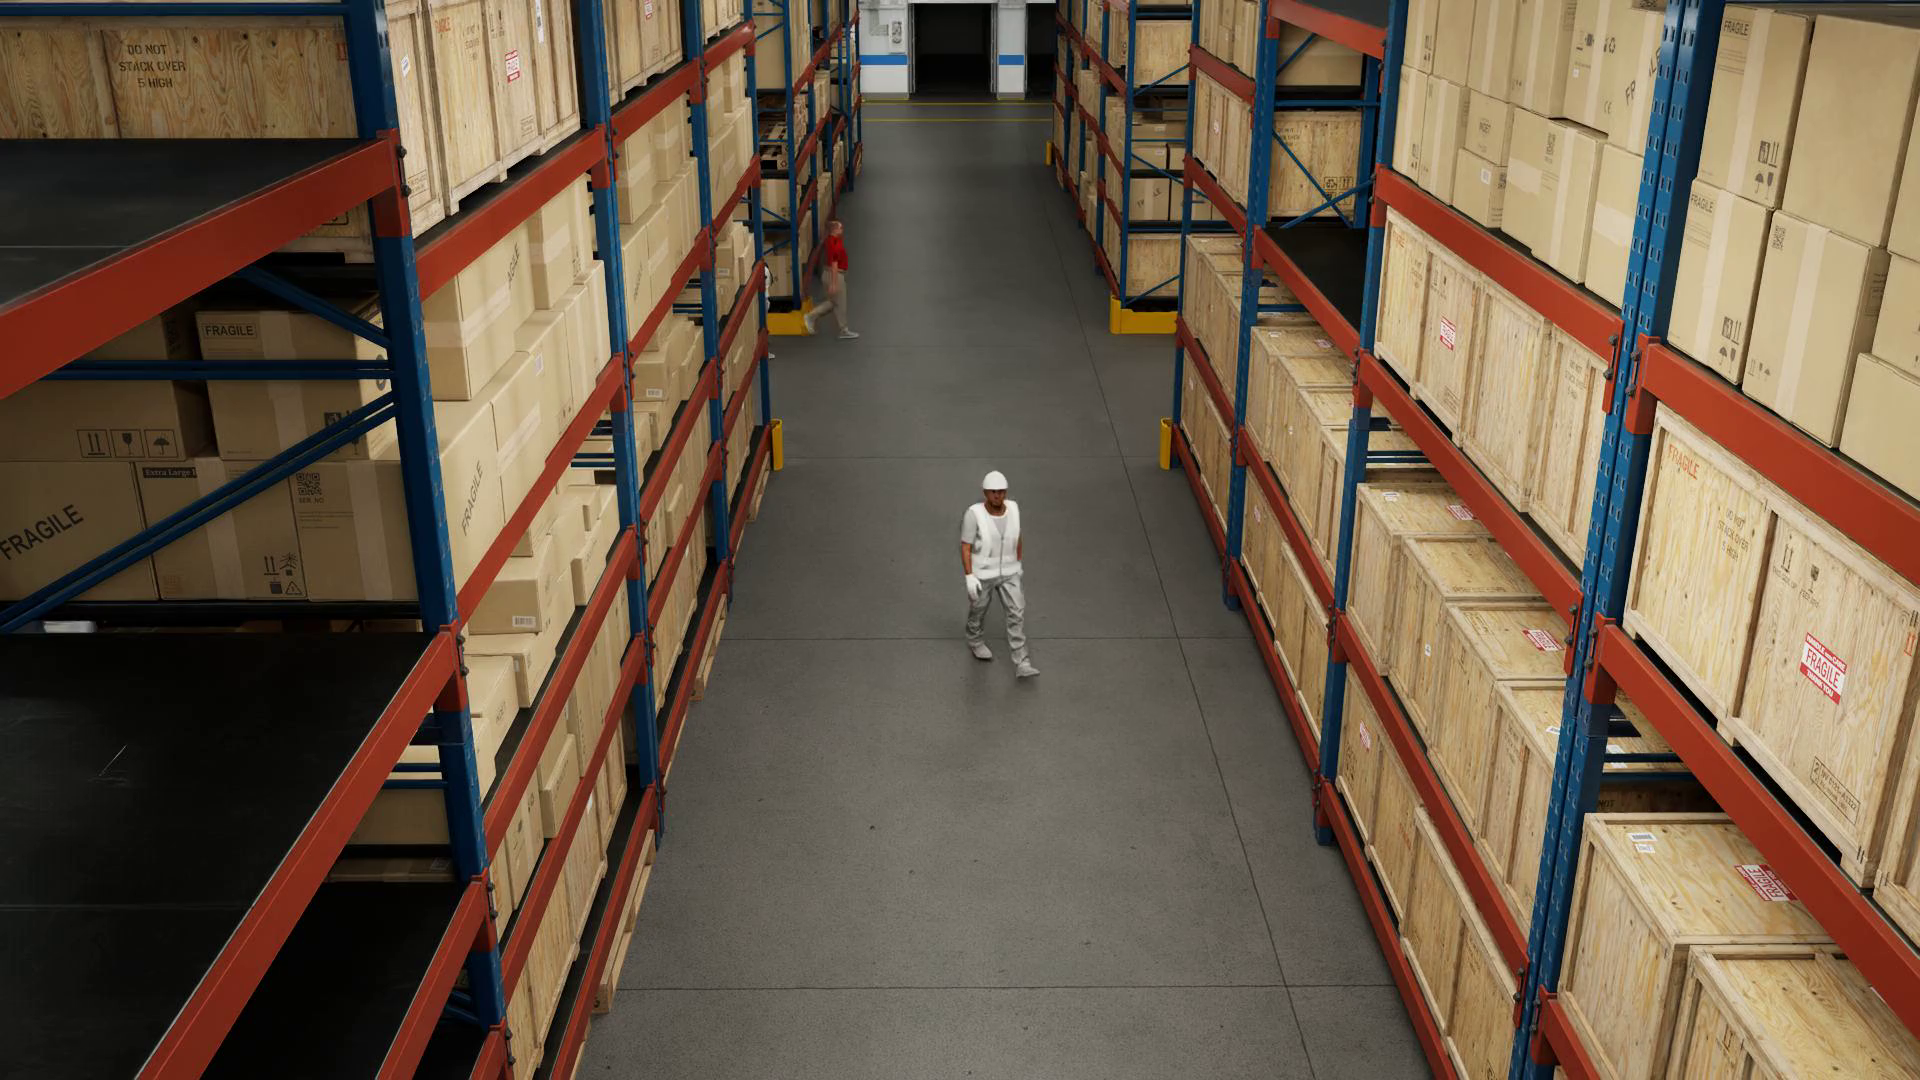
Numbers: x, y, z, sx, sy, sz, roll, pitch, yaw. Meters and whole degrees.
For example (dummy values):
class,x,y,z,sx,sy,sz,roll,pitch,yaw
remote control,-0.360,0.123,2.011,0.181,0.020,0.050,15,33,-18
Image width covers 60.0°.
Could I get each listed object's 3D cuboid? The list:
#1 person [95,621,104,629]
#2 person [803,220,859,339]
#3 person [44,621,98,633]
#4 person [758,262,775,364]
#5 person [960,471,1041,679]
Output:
class,x,y,z,sx,sy,sz,roll,pitch,yaw
person,-7.236,0.214,13.947,0.552,1.781,0.393,-5,22,-12
person,-1.891,-3.782,24.158,0.778,1.715,0.552,-6,22,-16
person,-6.781,0.780,12.680,0.499,1.652,0.881,1,22,3
person,-2.807,-3.330,23.069,0.357,1.689,0.457,11,24,25
person,0.313,0.284,13.760,0.607,1.746,0.981,-8,23,-19
